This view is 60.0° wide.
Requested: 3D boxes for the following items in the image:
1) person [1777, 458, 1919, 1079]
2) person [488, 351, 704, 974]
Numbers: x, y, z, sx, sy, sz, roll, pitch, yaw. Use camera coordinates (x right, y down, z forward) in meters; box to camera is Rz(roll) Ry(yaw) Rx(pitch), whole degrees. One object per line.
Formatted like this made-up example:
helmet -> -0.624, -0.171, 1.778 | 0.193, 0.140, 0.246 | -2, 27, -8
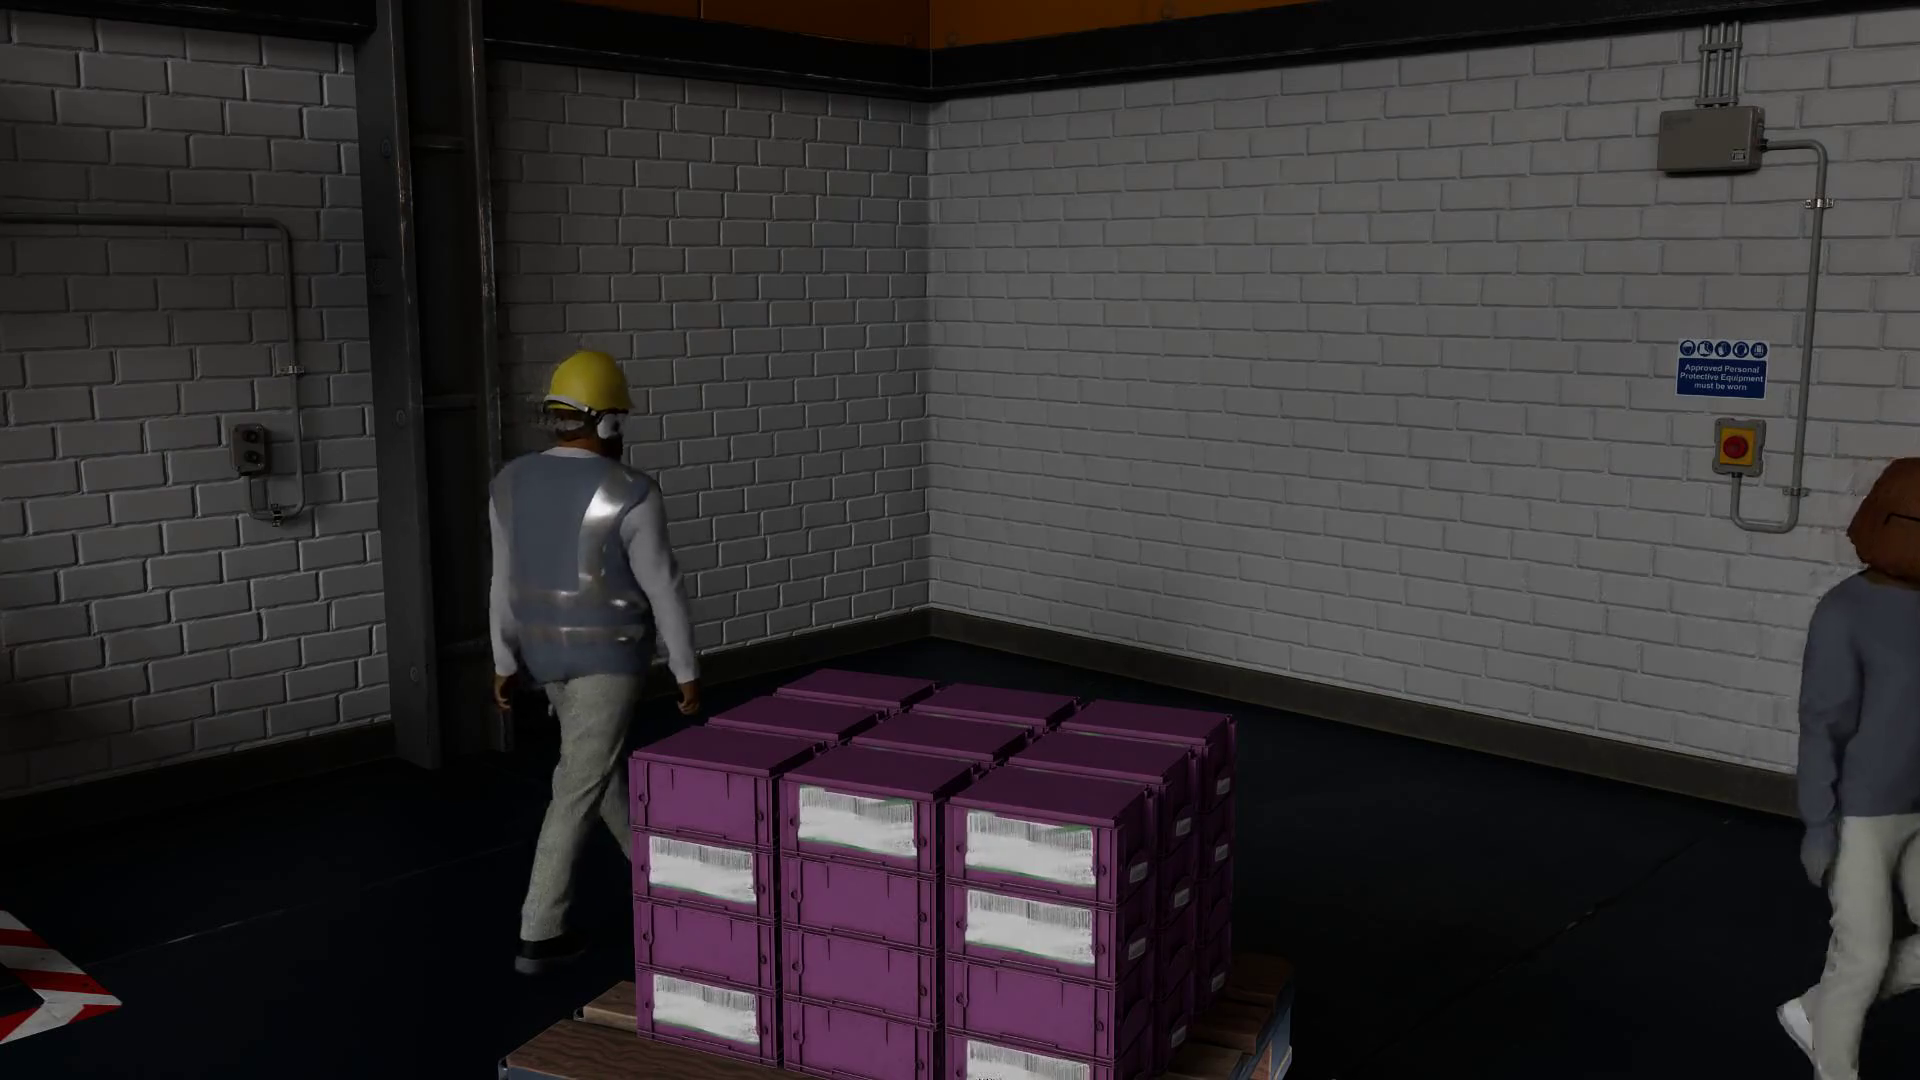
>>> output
person -> 2.069, 0.613, 3.729 | 0.523, 1.617, 0.393 | -4, 10, -23
person -> -1.065, 0.327, 4.998 | 0.620, 1.777, 0.949 | 5, 11, 28
